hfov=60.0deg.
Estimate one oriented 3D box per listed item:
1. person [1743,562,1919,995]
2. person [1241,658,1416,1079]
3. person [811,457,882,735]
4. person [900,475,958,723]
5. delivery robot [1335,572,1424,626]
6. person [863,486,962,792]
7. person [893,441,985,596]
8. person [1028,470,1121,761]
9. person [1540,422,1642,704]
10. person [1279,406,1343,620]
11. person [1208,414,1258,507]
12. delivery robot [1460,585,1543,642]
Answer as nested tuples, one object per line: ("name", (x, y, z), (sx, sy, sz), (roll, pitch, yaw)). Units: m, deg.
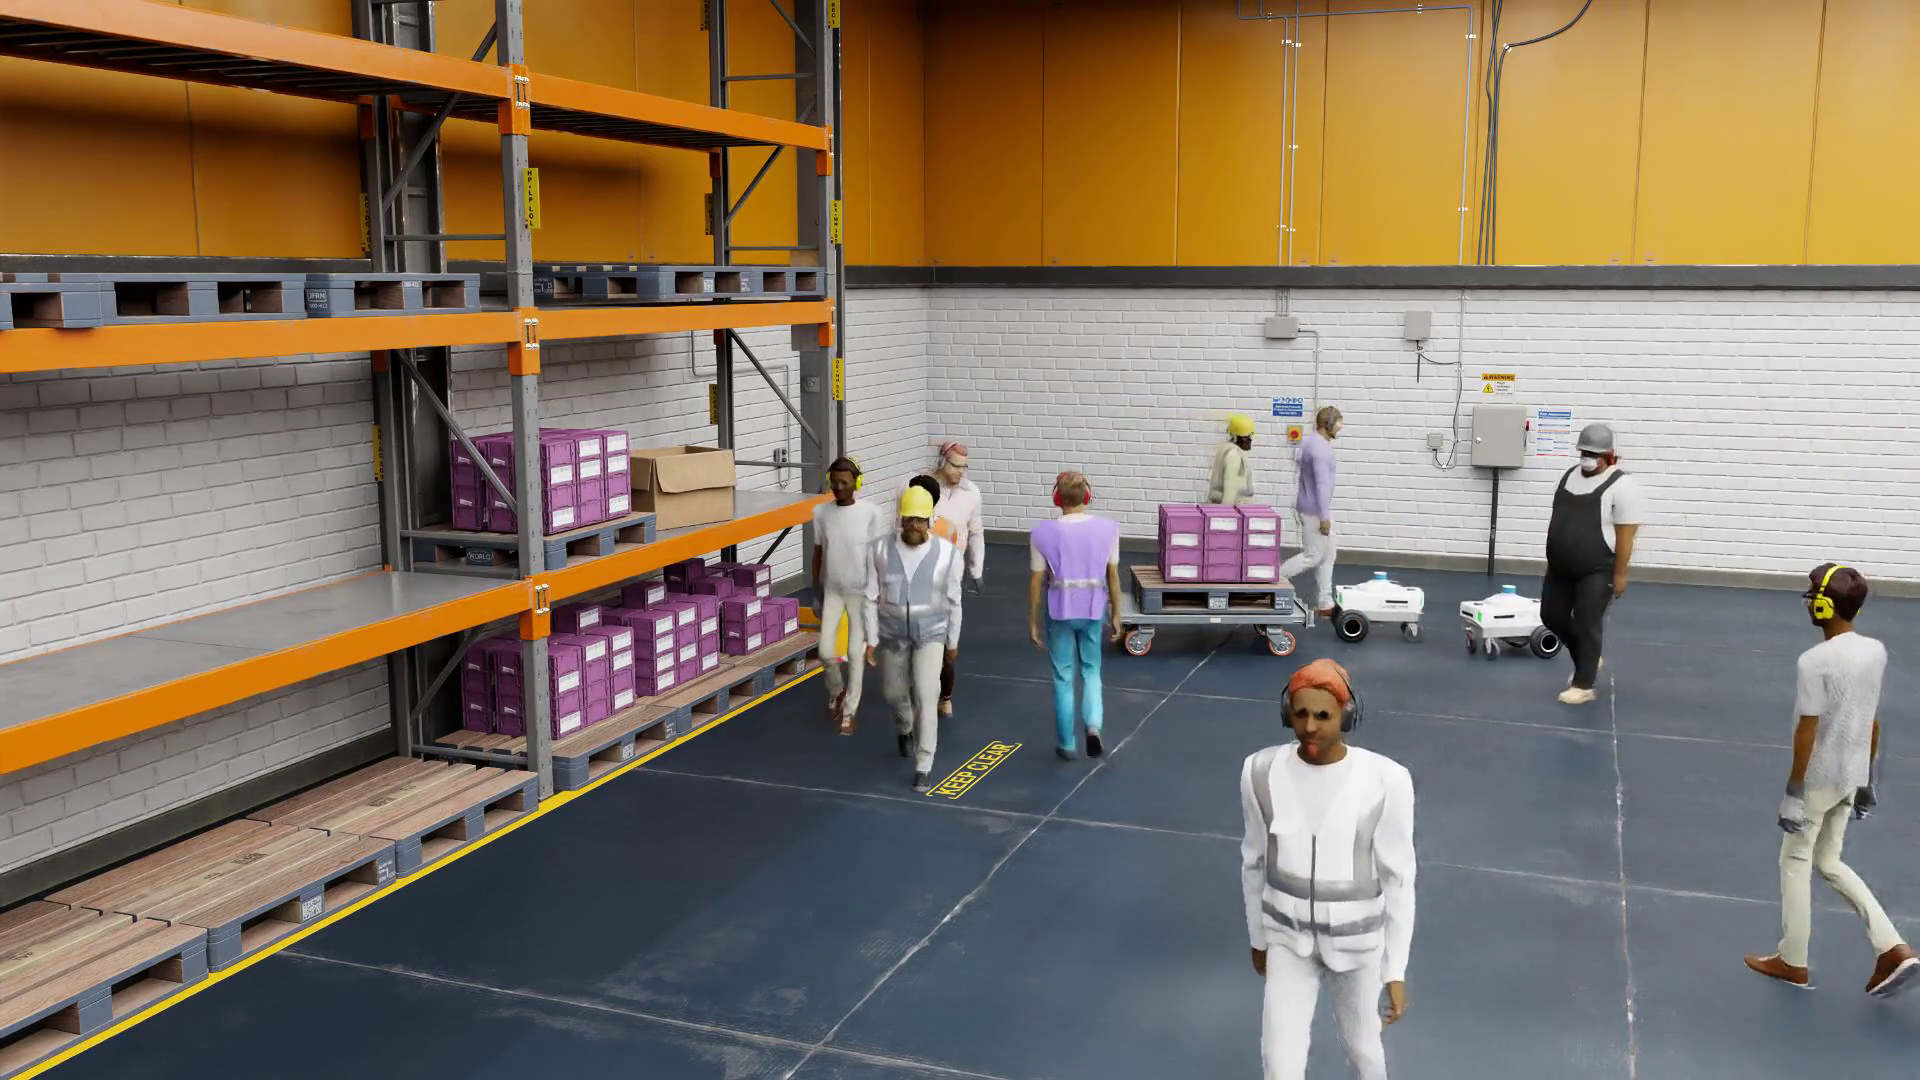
("person", (3.657, 1.019, 6.935), (0.513, 1.854, 0.618), (-5, 10, -27))
("person", (1.194, 1.272, 5.382), (0.593, 1.849, 0.966), (4, 10, 26))
("person", (-0.757, 0.365, 11.016), (0.500, 1.852, 0.412), (1, 9, 9))
("person", (-0.232, 0.403, 11.258), (0.321, 1.697, 0.529), (8, 12, 40))
("delivery robot", (3.497, 0.510, 13.872), (0.707, 0.478, 0.477), (1, 9, 8))
("person", (-0.277, 0.544, 10.045), (0.582, 1.805, 0.796), (1, 9, 6))
("person", (-0.131, 0.235, 11.793), (0.720, 1.862, 0.794), (-5, 10, -30))
("person", (0.714, 0.482, 10.332), (0.598, 1.832, 0.435), (-2, 9, -10))
("person", (4.424, 0.144, 11.812), (0.548, 2.000, 0.710), (-5, 10, -28))
("person", (3.034, -0.225, 14.619), (0.808, 1.891, 0.670), (2, 9, 12))
("person", (2.519, -0.291, 15.410), (0.907, 1.770, 0.603), (-1, 9, -5))
("delivery robot", (4.371, 0.604, 13.282), (0.707, 0.478, 0.477), (-2, 9, -11))
